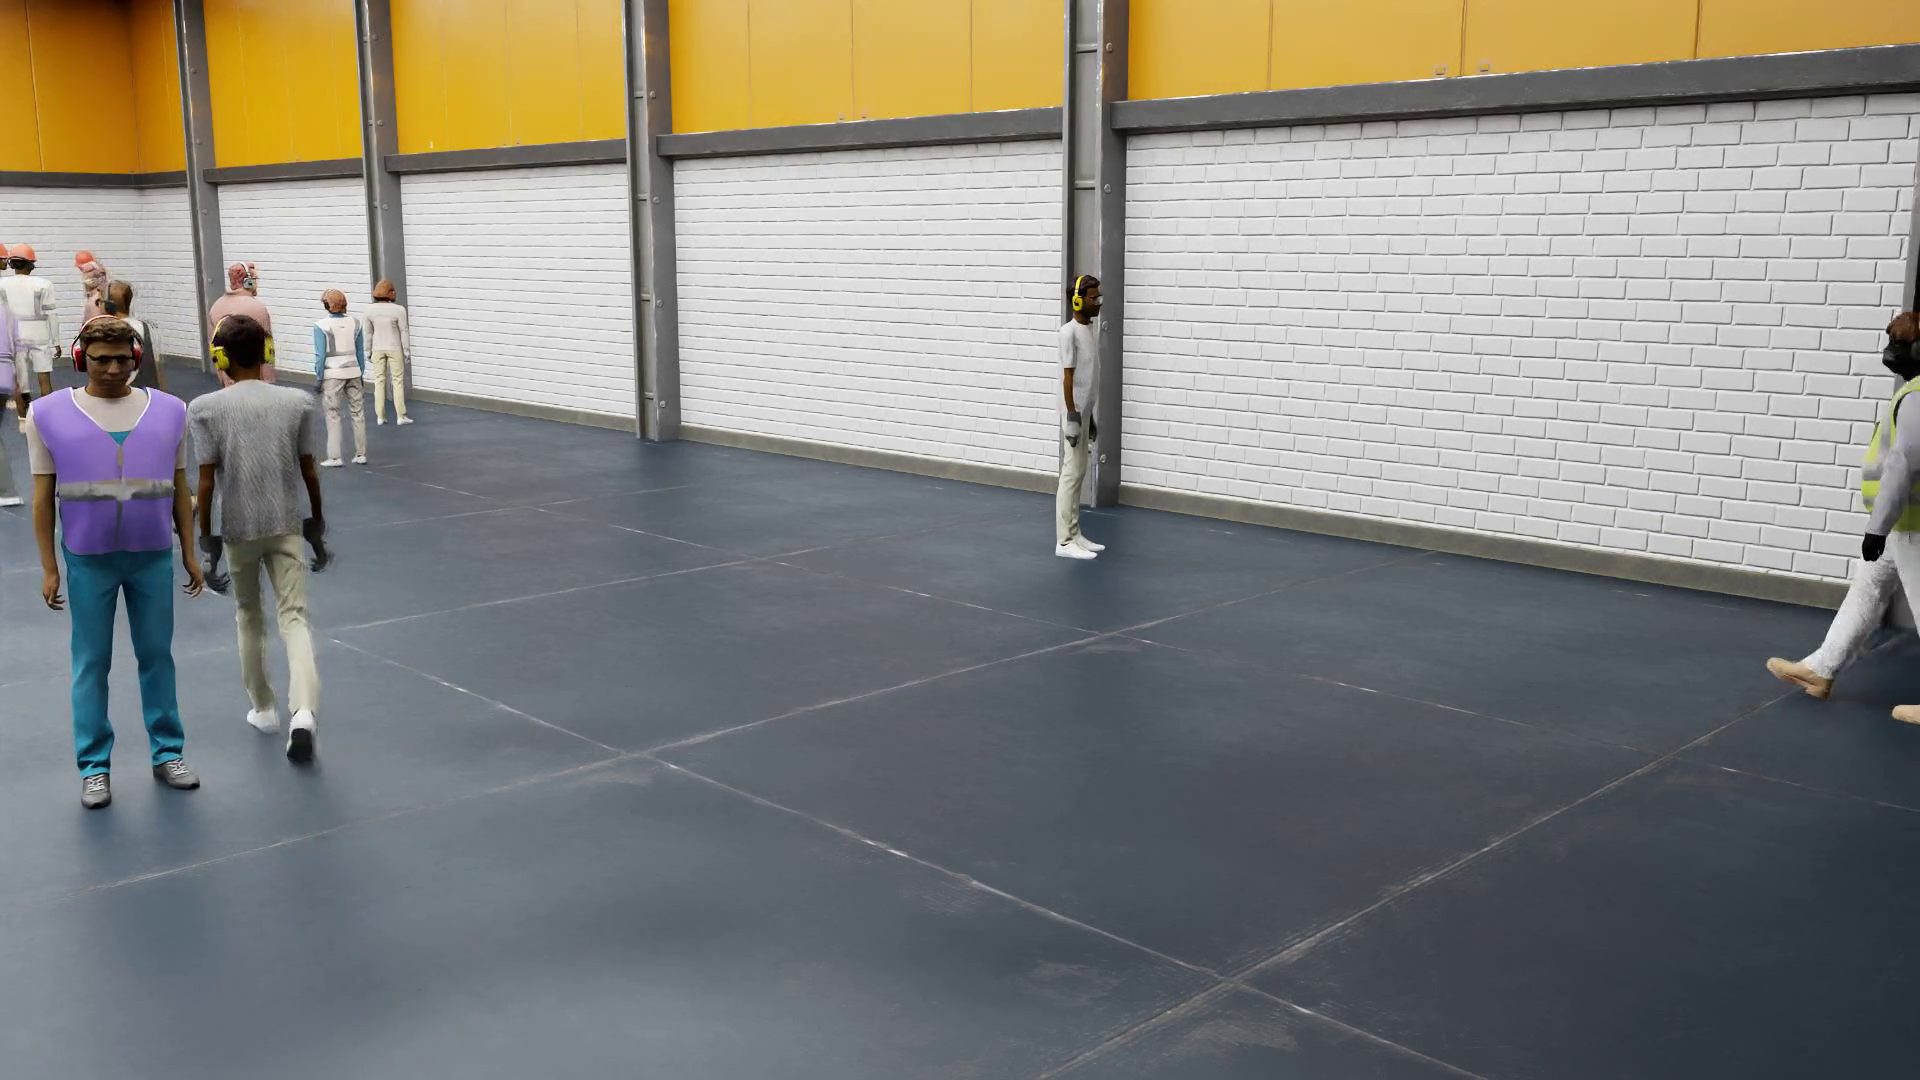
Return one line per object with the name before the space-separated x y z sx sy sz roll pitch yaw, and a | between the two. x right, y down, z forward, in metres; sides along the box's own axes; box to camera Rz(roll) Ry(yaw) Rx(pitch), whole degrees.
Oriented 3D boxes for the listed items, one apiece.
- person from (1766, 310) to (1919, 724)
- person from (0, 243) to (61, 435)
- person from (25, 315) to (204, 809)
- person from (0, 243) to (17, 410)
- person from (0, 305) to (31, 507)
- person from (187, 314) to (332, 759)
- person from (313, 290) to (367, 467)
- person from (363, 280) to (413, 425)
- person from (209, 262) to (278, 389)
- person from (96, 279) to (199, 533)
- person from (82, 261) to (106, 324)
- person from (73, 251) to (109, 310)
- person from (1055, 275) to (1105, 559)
person | 4.084 -0.102 7.356 0.912 1.799 0.649 7 12 32
person | -9.968 -2.141 17.813 0.615 2.040 0.391 -3 11 -15
person | -3.187 0.070 6.313 0.564 1.838 0.388 -9 13 -39
person | -11.755 -2.618 20.414 0.390 2.040 0.614 -7 12 -33
person | -7.765 -1.208 13.107 0.834 1.893 0.625 5 12 25
person | -2.869 -0.020 6.877 0.523 1.819 0.931 -6 12 -28
person | -5.744 -1.485 15.376 0.374 1.636 0.550 7 13 35
person | -6.455 -2.112 18.772 0.509 1.632 0.269 0 10 2
person | -5.967 -1.371 13.985 0.643 1.910 0.400 6 12 29
person | -5.638 -0.871 11.462 0.510 1.832 0.529 1 10 6
person | -8.705 -1.898 16.981 0.400 1.881 0.795 -2 11 -11
person | -13.334 -3.527 25.826 0.398 1.893 0.731 2 11 10
person | 0.807 -0.818 11.068 0.327 1.874 0.521 3 11 17
